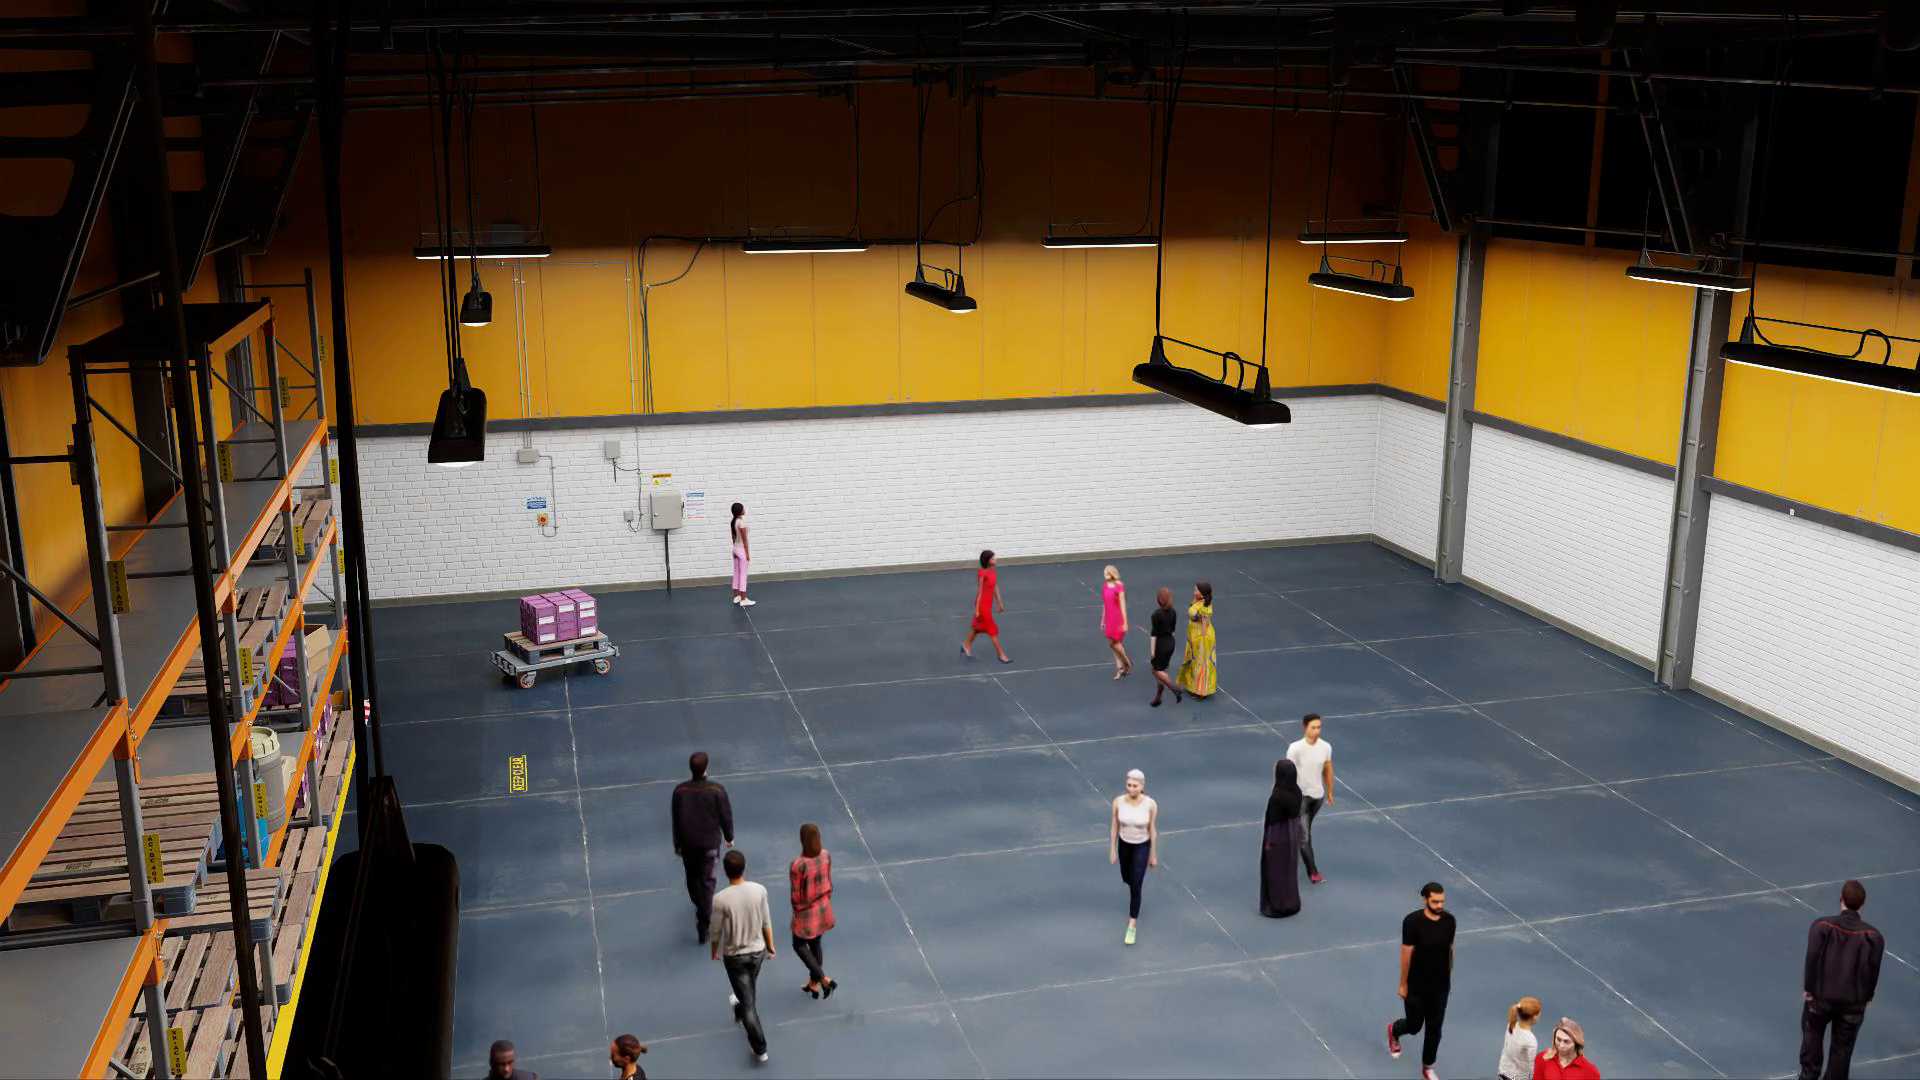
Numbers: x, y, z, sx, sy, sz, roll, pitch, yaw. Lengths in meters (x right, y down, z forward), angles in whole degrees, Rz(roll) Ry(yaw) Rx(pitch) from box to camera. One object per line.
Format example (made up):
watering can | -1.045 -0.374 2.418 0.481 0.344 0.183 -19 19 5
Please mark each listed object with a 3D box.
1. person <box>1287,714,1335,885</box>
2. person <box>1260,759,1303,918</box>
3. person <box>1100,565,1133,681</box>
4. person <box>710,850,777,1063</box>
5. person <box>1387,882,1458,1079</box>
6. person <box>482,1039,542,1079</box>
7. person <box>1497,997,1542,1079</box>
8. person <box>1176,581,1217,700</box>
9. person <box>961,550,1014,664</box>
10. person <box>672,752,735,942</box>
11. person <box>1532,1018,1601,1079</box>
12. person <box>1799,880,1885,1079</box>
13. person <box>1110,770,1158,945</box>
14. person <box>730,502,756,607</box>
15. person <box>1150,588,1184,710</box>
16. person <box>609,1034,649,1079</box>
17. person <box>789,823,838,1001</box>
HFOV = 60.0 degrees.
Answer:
person | 3.617 2.669 17.527 0.700 1.756 1.164 -5 14 -19
person | 3.224 2.959 16.635 0.766 1.612 0.728 12 18 40
person | 2.310 1.167 23.845 0.781 1.703 0.723 -9 16 -34
person | -1.784 3.525 13.963 0.849 1.771 1.204 -7 15 -25
person | 3.808 3.602 13.700 0.628 1.743 0.859 -4 14 -15
person | -3.065 4.158 11.246 0.763 1.819 0.713 -5 14 -19
person | 4.137 4.100 12.622 0.595 1.284 0.833 -3 14 -11
person | 3.351 1.361 23.133 0.948 1.659 0.754 -2 14 -7
person | 0.285 1.004 24.539 1.104 1.693 1.112 6 15 23
person | -2.527 2.996 16.101 0.971 1.792 1.224 1 14 2
person | 4.206 4.122 11.638 0.674 1.703 0.737 8 16 30
person | 6.962 3.651 13.185 0.859 1.891 0.916 7 15 27
person | 1.710 3.016 16.276 1.012 1.670 1.223 4 14 17
person | -3.657 0.219 27.676 0.694 1.741 0.568 -10 17 -35
person | 2.807 1.507 22.483 0.784 1.683 0.933 -11 17 -38
person | -2.235 4.175 11.496 0.652 1.668 0.478 -2 14 -10
person | -1.269 3.353 14.843 0.800 1.690 0.908 -12 18 -41
